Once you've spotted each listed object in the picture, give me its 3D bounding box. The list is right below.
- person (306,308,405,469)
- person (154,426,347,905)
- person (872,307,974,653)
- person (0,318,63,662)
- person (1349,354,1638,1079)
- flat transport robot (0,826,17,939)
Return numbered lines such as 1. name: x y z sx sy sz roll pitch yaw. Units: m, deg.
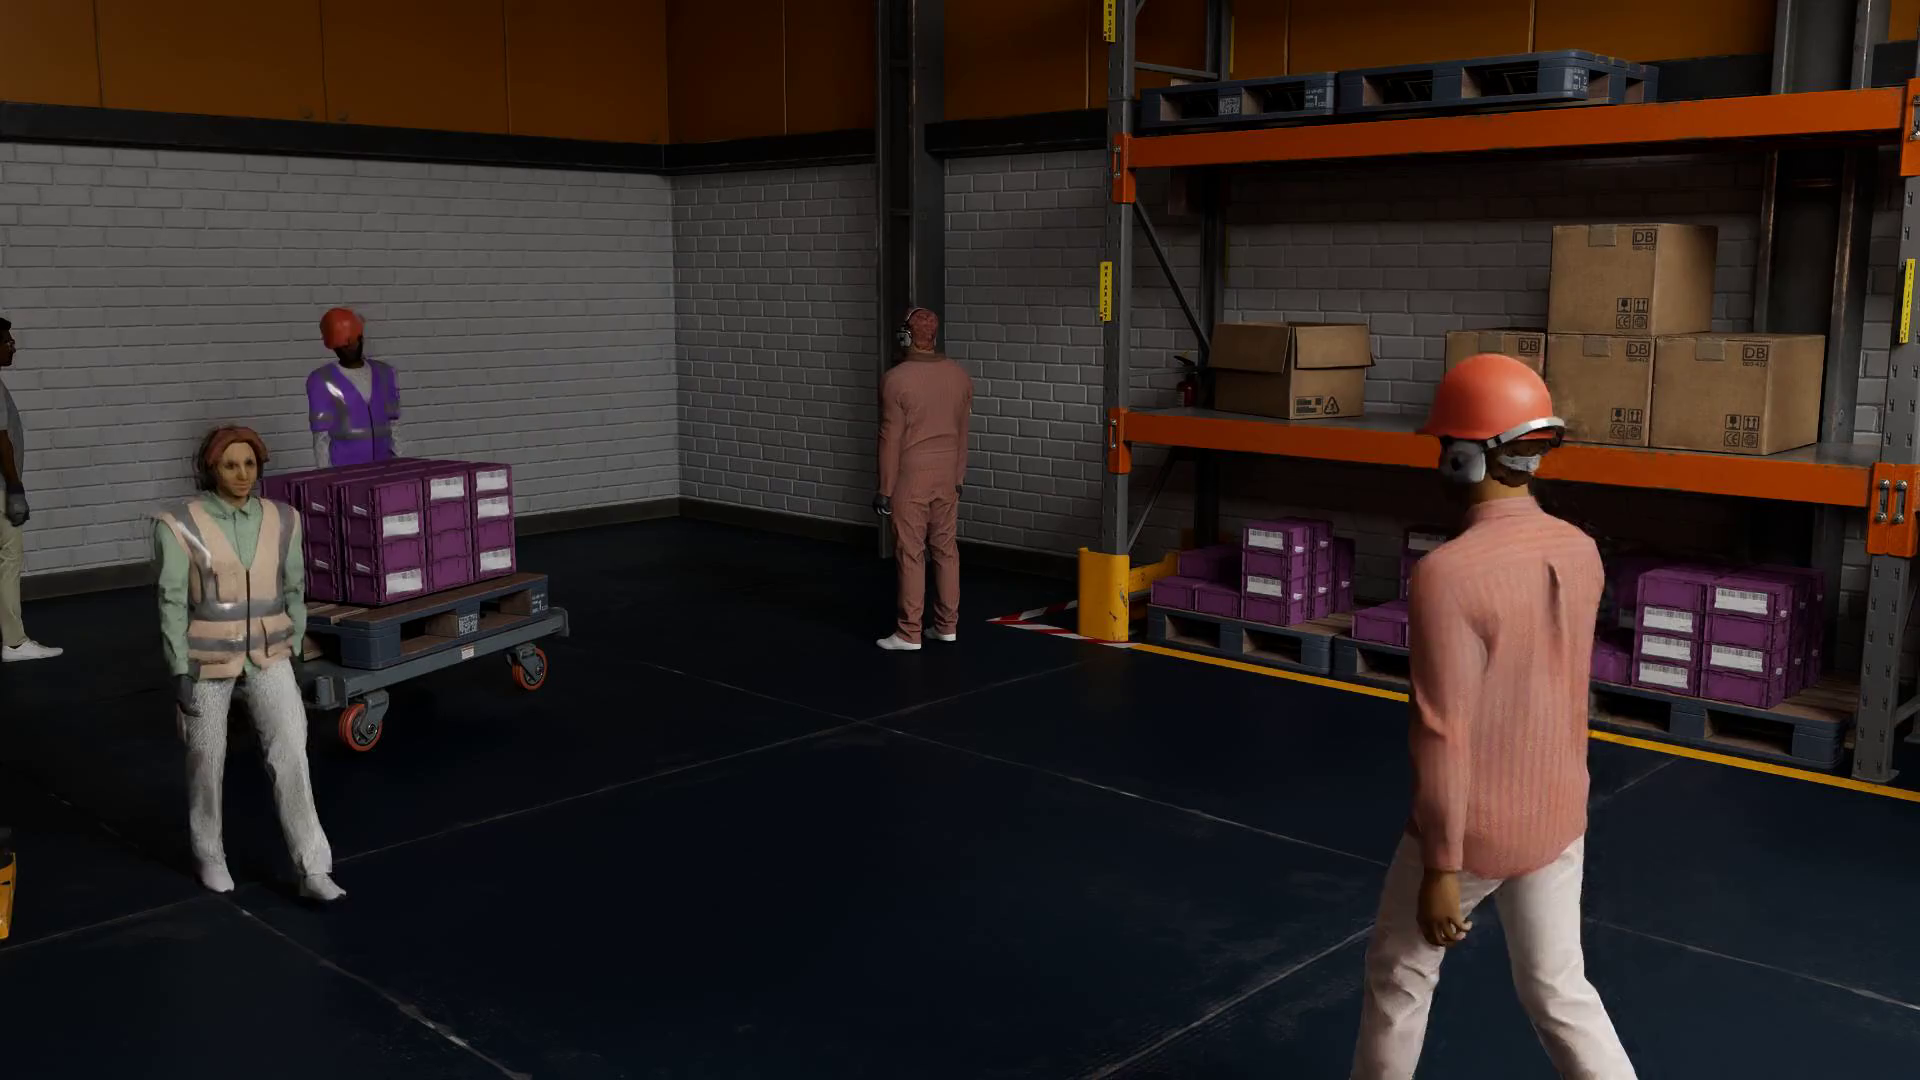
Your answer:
1. person: -3.512 -0.405 9.798 0.410 1.892 0.639 6 11 35
2. person: -2.356 0.435 5.489 0.530 1.604 0.830 -9 13 -44
3. person: -0.231 -0.330 9.250 0.643 1.908 0.410 -9 13 -43
4. person: -5.193 -0.270 9.024 0.508 1.861 0.329 8 12 39
5. person: 1.170 0.583 3.535 0.636 1.951 1.009 -6 11 -34
6. flat transport robot: -3.746 1.158 5.125 1.431 0.197 0.652 -5 10 -27
